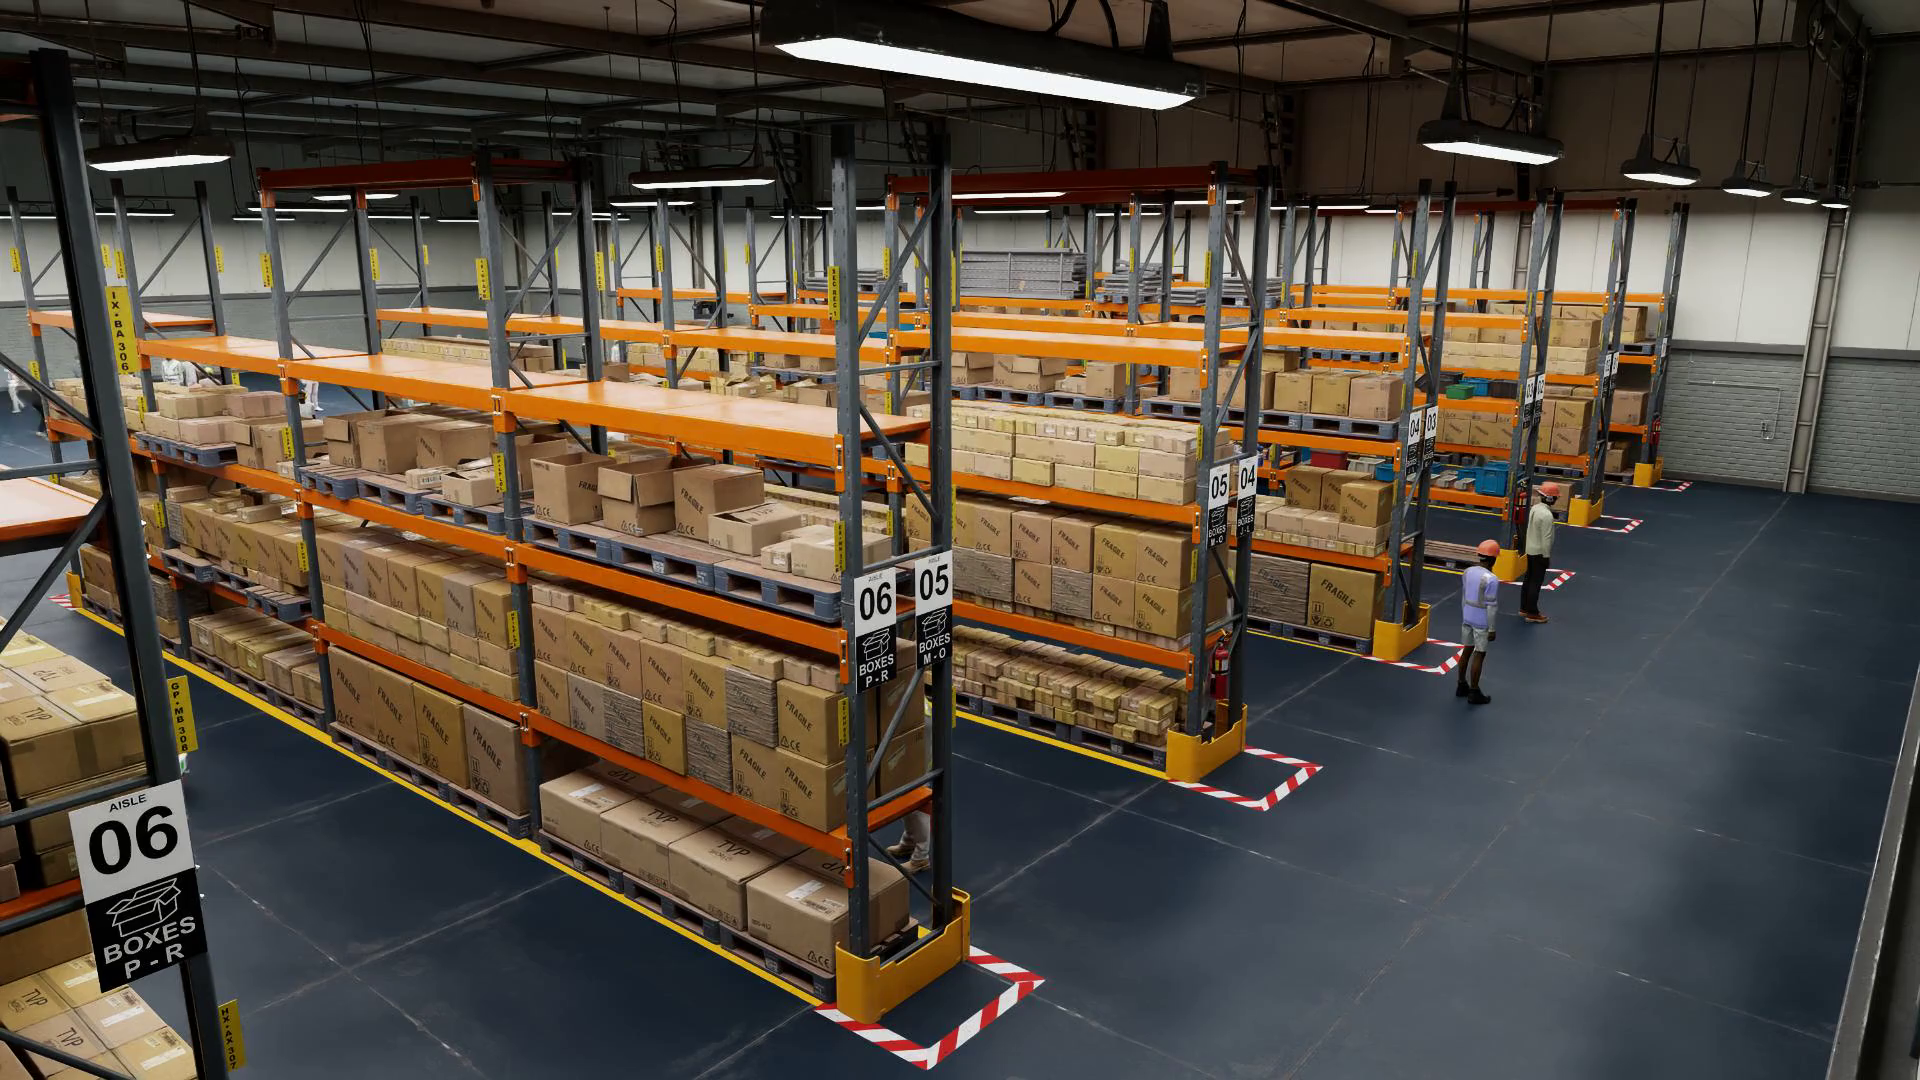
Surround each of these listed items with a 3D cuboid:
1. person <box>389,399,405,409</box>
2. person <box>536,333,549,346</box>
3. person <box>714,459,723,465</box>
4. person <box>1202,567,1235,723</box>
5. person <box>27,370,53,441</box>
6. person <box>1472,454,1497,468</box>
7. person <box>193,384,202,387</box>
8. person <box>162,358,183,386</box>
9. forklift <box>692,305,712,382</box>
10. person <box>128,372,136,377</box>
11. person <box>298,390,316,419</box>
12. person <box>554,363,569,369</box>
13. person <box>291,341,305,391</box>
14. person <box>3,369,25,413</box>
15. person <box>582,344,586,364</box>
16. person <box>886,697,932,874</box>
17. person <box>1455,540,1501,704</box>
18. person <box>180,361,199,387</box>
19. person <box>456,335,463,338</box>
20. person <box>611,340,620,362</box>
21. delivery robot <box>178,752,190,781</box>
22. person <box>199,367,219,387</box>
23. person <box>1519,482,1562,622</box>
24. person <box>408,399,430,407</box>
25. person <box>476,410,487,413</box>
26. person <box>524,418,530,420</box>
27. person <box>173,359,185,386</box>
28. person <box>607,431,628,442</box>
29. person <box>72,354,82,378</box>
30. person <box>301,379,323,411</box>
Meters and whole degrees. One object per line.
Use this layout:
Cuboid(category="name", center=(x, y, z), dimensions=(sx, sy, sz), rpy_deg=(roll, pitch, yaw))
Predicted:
Cuboid(category="person", center=(-17.674, -5.008, 39.387), dimensions=(0.609, 1.850, 0.495), rpy_deg=(11, 17, 38))
Cuboid(category="person", center=(-17.362, -8.167, 52.482), dimensions=(0.504, 1.813, 0.941), rpy_deg=(-4, 14, -14))
Cuboid(category="person", center=(-5.266, -2.069, 27.108), dimensions=(0.551, 1.932, 0.378), rpy_deg=(4, 14, 15))
Cuboid(category="person", center=(2.953, 1.182, 13.983), dimensions=(0.658, 1.808, 0.611), rpy_deg=(12, 18, 41))
Cuboid(category="person", center=(-24.333, -3.651, 33.486), dimensions=(0.719, 2.000, 0.545), rpy_deg=(3, 14, 14))
Cuboid(category="person", center=(11.180, -1.889, 26.671), dimensions=(0.621, 1.779, 0.916), rpy_deg=(-12, 18, -41))
Cuboid(category="person", center=(-17.644, -2.633, 29.332), dimensions=(0.625, 1.982, 1.110), rpy_deg=(-7, 15, -26))
Cuboid(category="person", center=(-24.039, -4.831, 38.456), dimensions=(0.602, 1.941, 0.402), rpy_deg=(0, 14, 1))
Cuboid(category="forklift", center=(-9.511, -7.392, 47.124), dimensions=(1.873, 2.768, 1.129), rpy_deg=(11, 17, 38))
Cuboid(category="person", center=(-23.644, -4.080, 36.008), dimensions=(0.286, 1.633, 0.498), rpy_deg=(11, 17, 37))
Cuboid(category="person", center=(-15.230, -2.570, 29.317), dimensions=(0.514, 1.865, 0.327), rpy_deg=(-6, 15, -24))
Cuboid(category="person", center=(-12.027, -4.710, 37.922), dimensions=(0.929, 1.966, 0.622), rpy_deg=(8, 16, 28))
Cuboid(category="person", center=(-22.582, -5.842, 42.759), dimensions=(0.658, 1.882, 0.868), rpy_deg=(-1, 14, -5))
Cuboid(category="person", center=(-29.088, -4.709, 38.612), dimensions=(0.358, 1.625, 0.535), rpy_deg=(-2, 14, -9))
Cuboid(category="person", center=(-13.221, -6.389, 45.073), dimensions=(0.429, 1.843, 0.632), rpy_deg=(5, 15, 21))
Cuboid(category="person", center=(-0.437, 1.941, 10.809), dimensions=(0.430, 1.844, 0.623), rpy_deg=(-4, 14, -17))
Cuboid(category="person", center=(6.092, 0.941, 14.743), dimensions=(0.389, 1.929, 0.545), rpy_deg=(-4, 14, -14))
Cuboid(category="person", center=(-23.778, -4.900, 38.955), dimensions=(0.585, 1.841, 0.562), rpy_deg=(9, 16, 32))
Cuboid(category="person", center=(-17.712, -6.334, 44.718), dimensions=(0.649, 1.904, 0.401), rpy_deg=(-12, 18, -40))
Cuboid(category="person", center=(-12.155, -6.363, 45.024), dimensions=(0.555, 1.809, 0.630), rpy_deg=(12, 18, 41))
Cuboid(category="delivery robot", center=(-7.895, 2.226, 12.210), dimensions=(0.707, 0.478, 0.477), rpy_deg=(-7, 15, -25))
Cuboid(category="person", center=(-21.076, -3.993, 35.424), dimensions=(0.823, 1.730, 0.531), rpy_deg=(10, 17, 36))
Cuboid(category="person", center=(8.225, 0.161, 17.834), dimensions=(0.407, 1.987, 0.614), rpy_deg=(1, 14, 6))
Cuboid(category="person", center=(-13.421, -3.009, 31.360), dimensions=(0.530, 1.753, 0.505), rpy_deg=(-1, 14, -2))
Cuboid(category="person", center=(-9.905, -1.881, 26.399), dimensions=(0.444, 1.902, 0.731), rpy_deg=(-10, 17, -37))
Cuboid(category="person", center=(-12.963, -4.362, 37.049), dimensions=(0.579, 1.695, 0.337), rpy_deg=(5, 15, 21))
Cuboid(category="person", center=(-24.771, -5.204, 40.078), dimensions=(0.853, 1.895, 0.570), rpy_deg=(-5, 14, -18))
Cuboid(category="person", center=(-6.966, -1.614, 25.421), dimensions=(0.588, 1.837, 0.938), rpy_deg=(-12, 18, -40))
Cuboid(category="person", center=(-26.016, -4.589, 37.524), dimensions=(0.626, 1.923, 0.554), rpy_deg=(0, 14, 1))
Cuboid(category="person", center=(-20.029, -4.917, 38.883), dimensions=(0.403, 1.906, 0.651), rpy_deg=(4, 14, 17))
